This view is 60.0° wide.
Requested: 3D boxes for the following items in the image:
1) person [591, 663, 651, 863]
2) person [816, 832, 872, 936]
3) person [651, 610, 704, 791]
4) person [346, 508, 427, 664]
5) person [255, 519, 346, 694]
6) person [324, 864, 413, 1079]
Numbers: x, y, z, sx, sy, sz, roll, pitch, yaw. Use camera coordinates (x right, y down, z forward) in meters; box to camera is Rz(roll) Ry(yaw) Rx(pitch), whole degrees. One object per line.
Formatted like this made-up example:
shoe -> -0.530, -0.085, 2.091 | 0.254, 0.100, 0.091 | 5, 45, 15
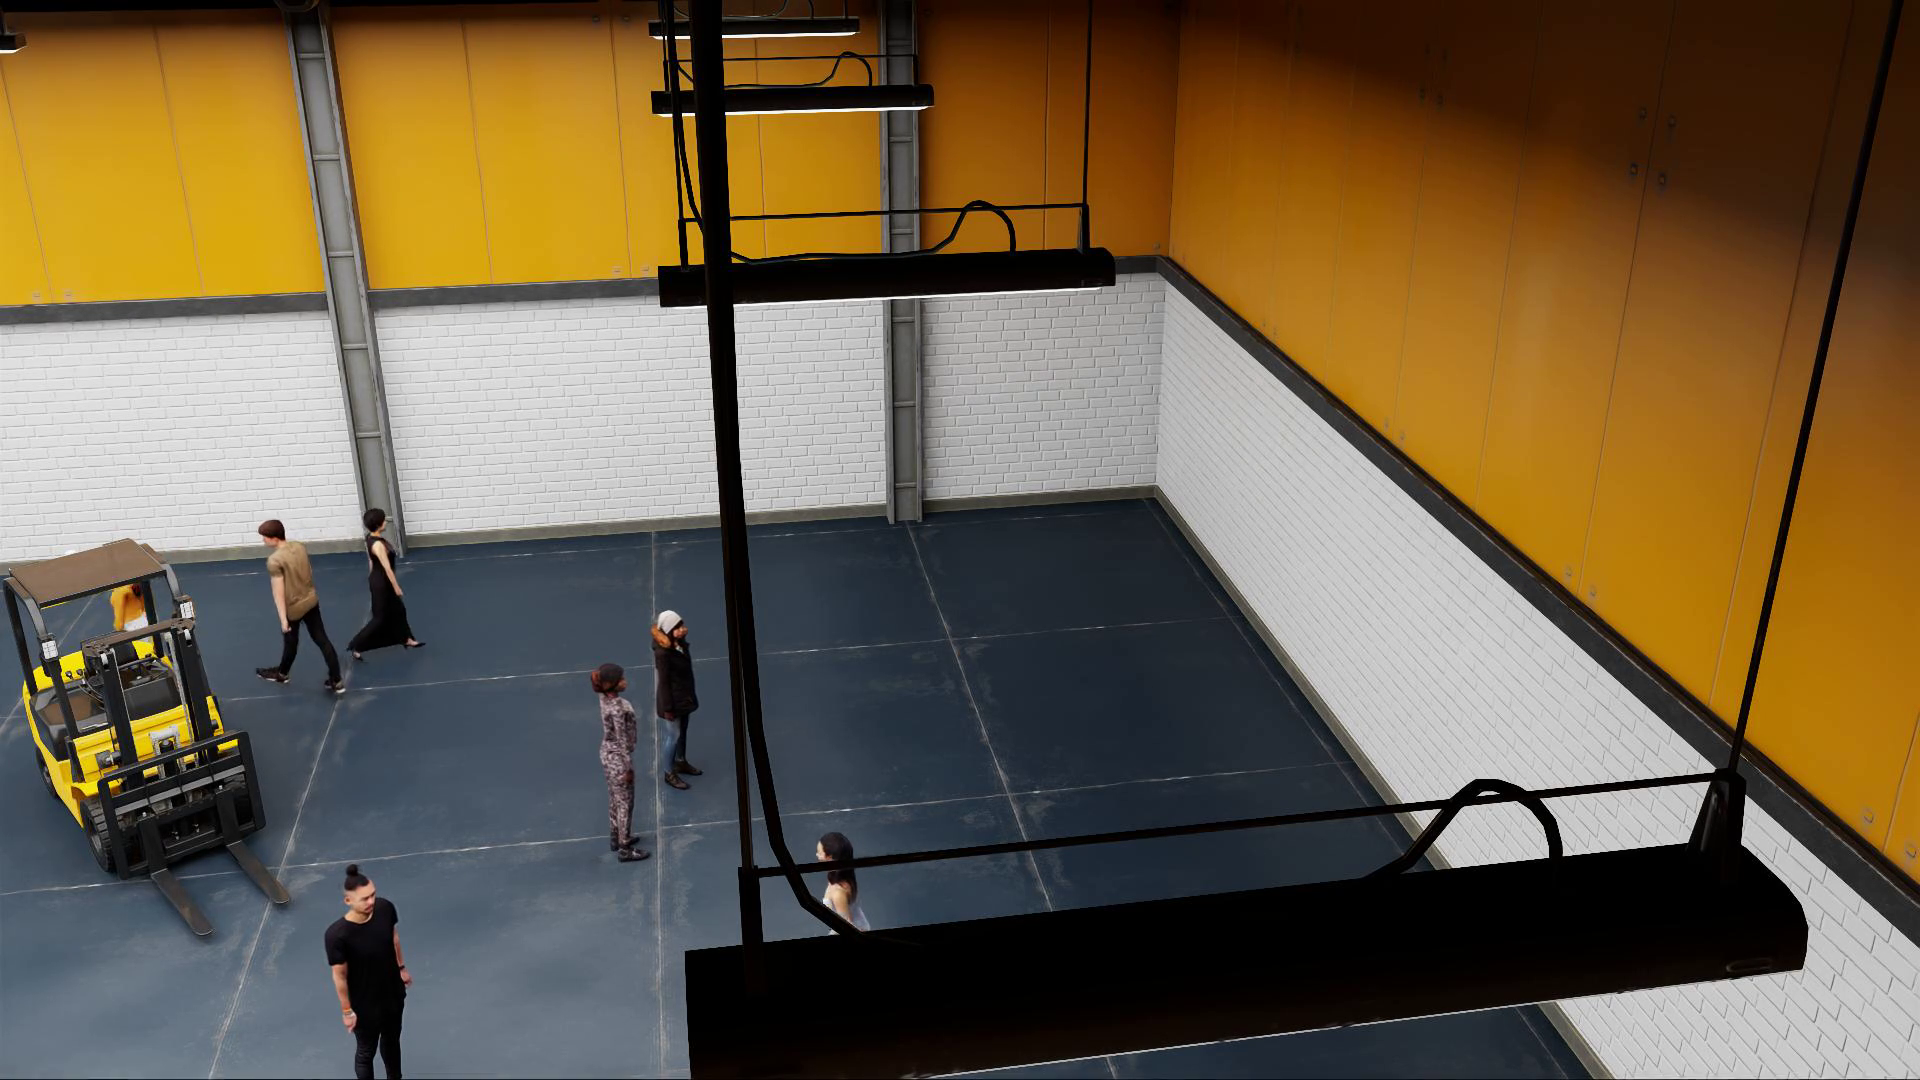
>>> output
person -> -2.737, 1.763, 13.292 | 0.605, 1.714, 0.620 | -11, 26, -23
person -> -0.671, 2.730, 11.112 | 1.010, 1.689, 0.730 | 2, 24, 4
person -> -2.460, 1.344, 14.351 | 0.740, 1.635, 0.728 | 6, 24, 13
person -> -5.779, 0.482, 16.404 | 1.083, 1.568, 0.806 | -13, 27, -28
person -> -6.176, 0.666, 15.707 | 1.322, 1.790, 1.162 | 10, 26, 22
person -> -3.746, 2.855, 10.594 | 0.808, 1.874, 0.776 | 12, 26, 26
